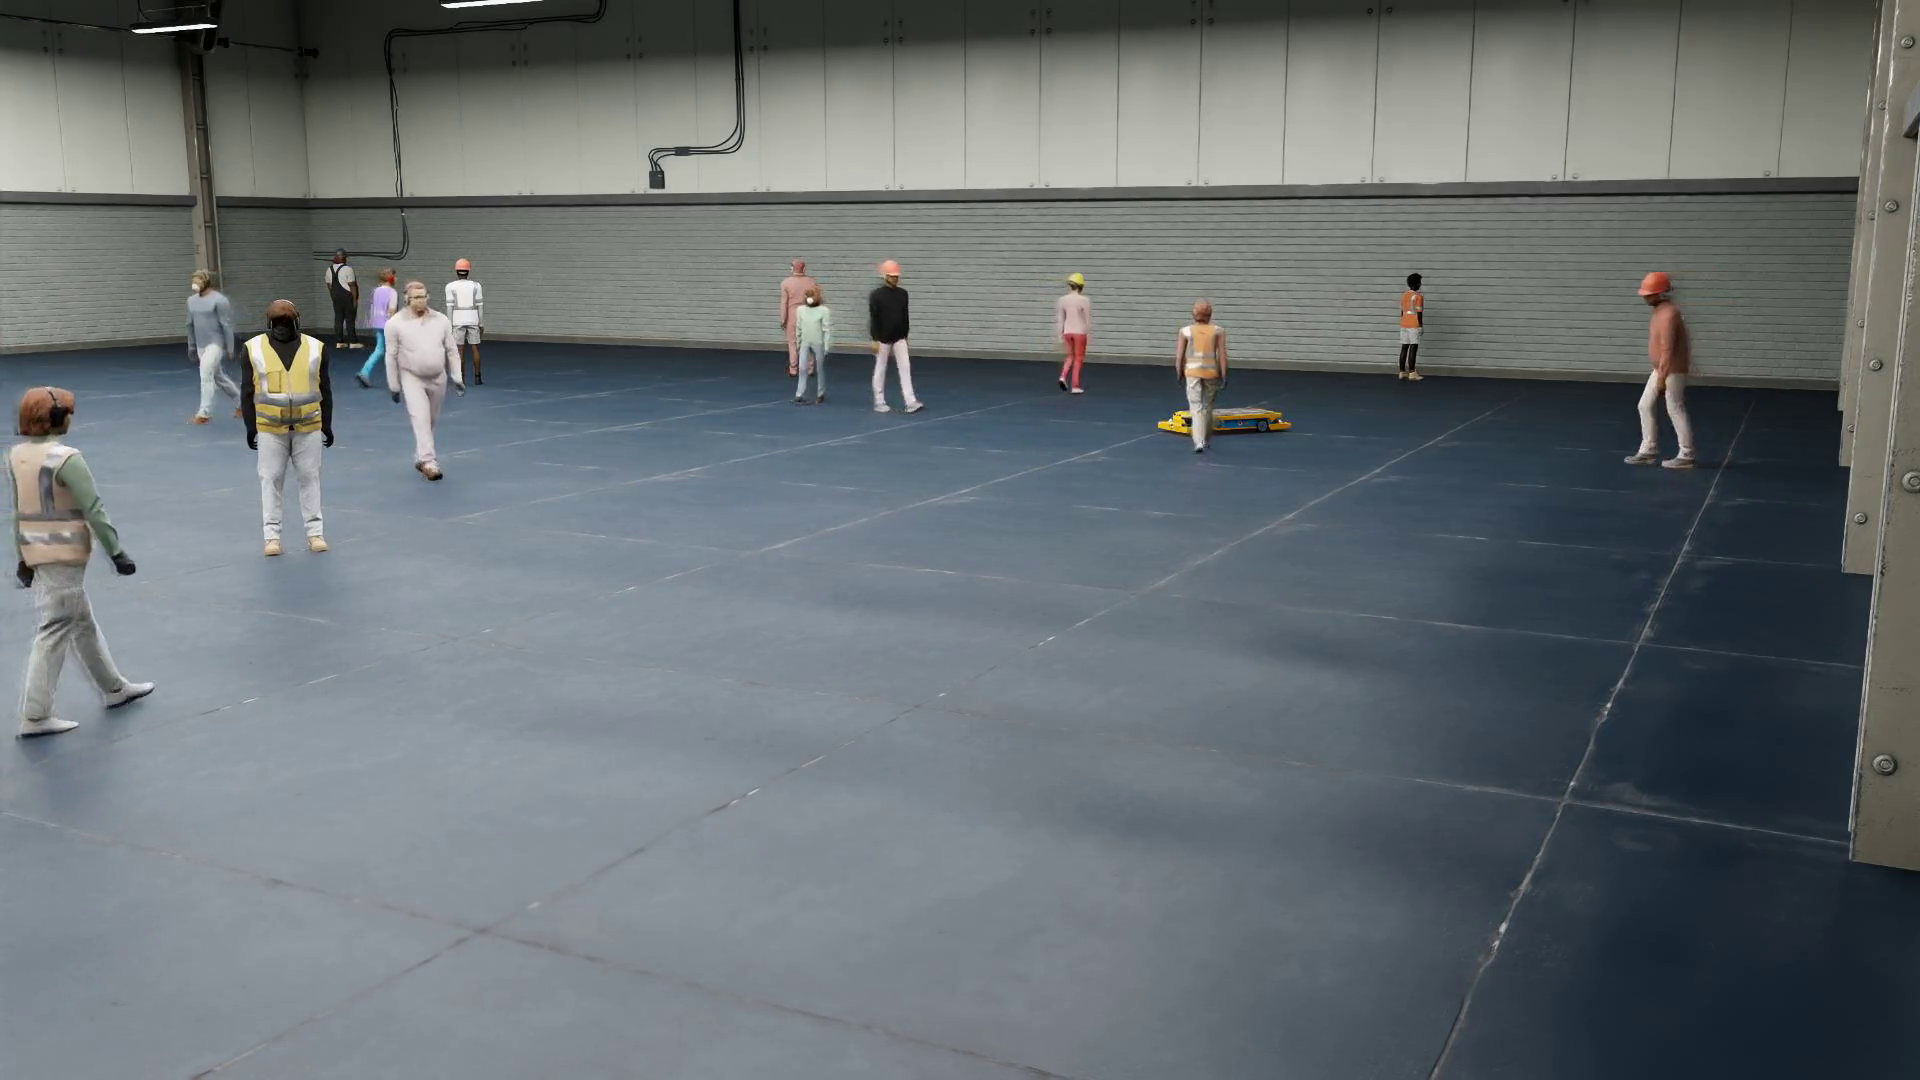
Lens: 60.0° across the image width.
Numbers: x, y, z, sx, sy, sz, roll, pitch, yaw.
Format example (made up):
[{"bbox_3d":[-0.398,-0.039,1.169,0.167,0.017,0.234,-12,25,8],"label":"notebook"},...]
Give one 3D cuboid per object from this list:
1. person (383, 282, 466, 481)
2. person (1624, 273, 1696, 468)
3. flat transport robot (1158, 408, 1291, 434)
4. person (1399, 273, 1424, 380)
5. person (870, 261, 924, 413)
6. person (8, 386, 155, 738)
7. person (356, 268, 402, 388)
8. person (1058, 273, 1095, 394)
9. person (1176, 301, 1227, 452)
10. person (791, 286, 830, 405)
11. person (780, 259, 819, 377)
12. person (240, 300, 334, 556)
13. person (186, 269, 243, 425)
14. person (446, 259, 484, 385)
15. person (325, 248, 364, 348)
[{"bbox_3d":[-5.091,-1.515,15.817,0.650,1.858,0.991,-8,13,-38],"label":"person"},{"bbox_3d":[6.946,-1.658,16.395,0.772,1.925,0.643,2,11,9],"label":"person"},{"bbox_3d":[3.111,-1.406,19.539,1.431,0.197,0.652,-5,11,-23],"label":"flat transport robot"},{"bbox_3d":[7.196,-3.390,26.463,0.318,1.699,0.534,-4,11,-19],"label":"person"},{"bbox_3d":[-0.839,-2.593,21.397,0.658,1.949,0.954,-7,13,-34],"label":"person"},{"bbox_3d":[-4.146,0.085,7.791,0.517,1.601,0.744,7,13,34],"label":"person"},{"bbox_3d":[-8.719,-3.196,25.136,0.571,1.817,0.887,8,13,37],"label":"person"},{"bbox_3d":[1.704,-2.994,24.162,0.530,1.755,0.363,9,14,41],"label":"person"},{"bbox_3d":[2.584,-1.743,17.760,0.519,1.596,0.781,0,10,-3],"label":"person"},{"bbox_3d":[-2.024,-2.618,22.500,0.520,1.594,0.785,3,11,15],"label":"person"},{"bbox_3d":[-2.619,-3.601,27.049,0.652,1.906,0.403,-4,11,-22],"label":"person"},{"bbox_3d":[-4.851,-0.812,12.034,0.621,1.837,0.429,-5,12,-27],"label":"person"},{"bbox_3d":[-9.164,-2.386,20.466,0.643,1.904,0.971,5,12,26],"label":"person"},{"bbox_3d":[-7.593,-3.338,25.525,0.552,1.937,0.356,-5,11,-24],"label":"person"},{"bbox_3d":[-12.556,-4.942,33.994,0.684,2.000,0.538,4,11,22],"label":"person"}]
